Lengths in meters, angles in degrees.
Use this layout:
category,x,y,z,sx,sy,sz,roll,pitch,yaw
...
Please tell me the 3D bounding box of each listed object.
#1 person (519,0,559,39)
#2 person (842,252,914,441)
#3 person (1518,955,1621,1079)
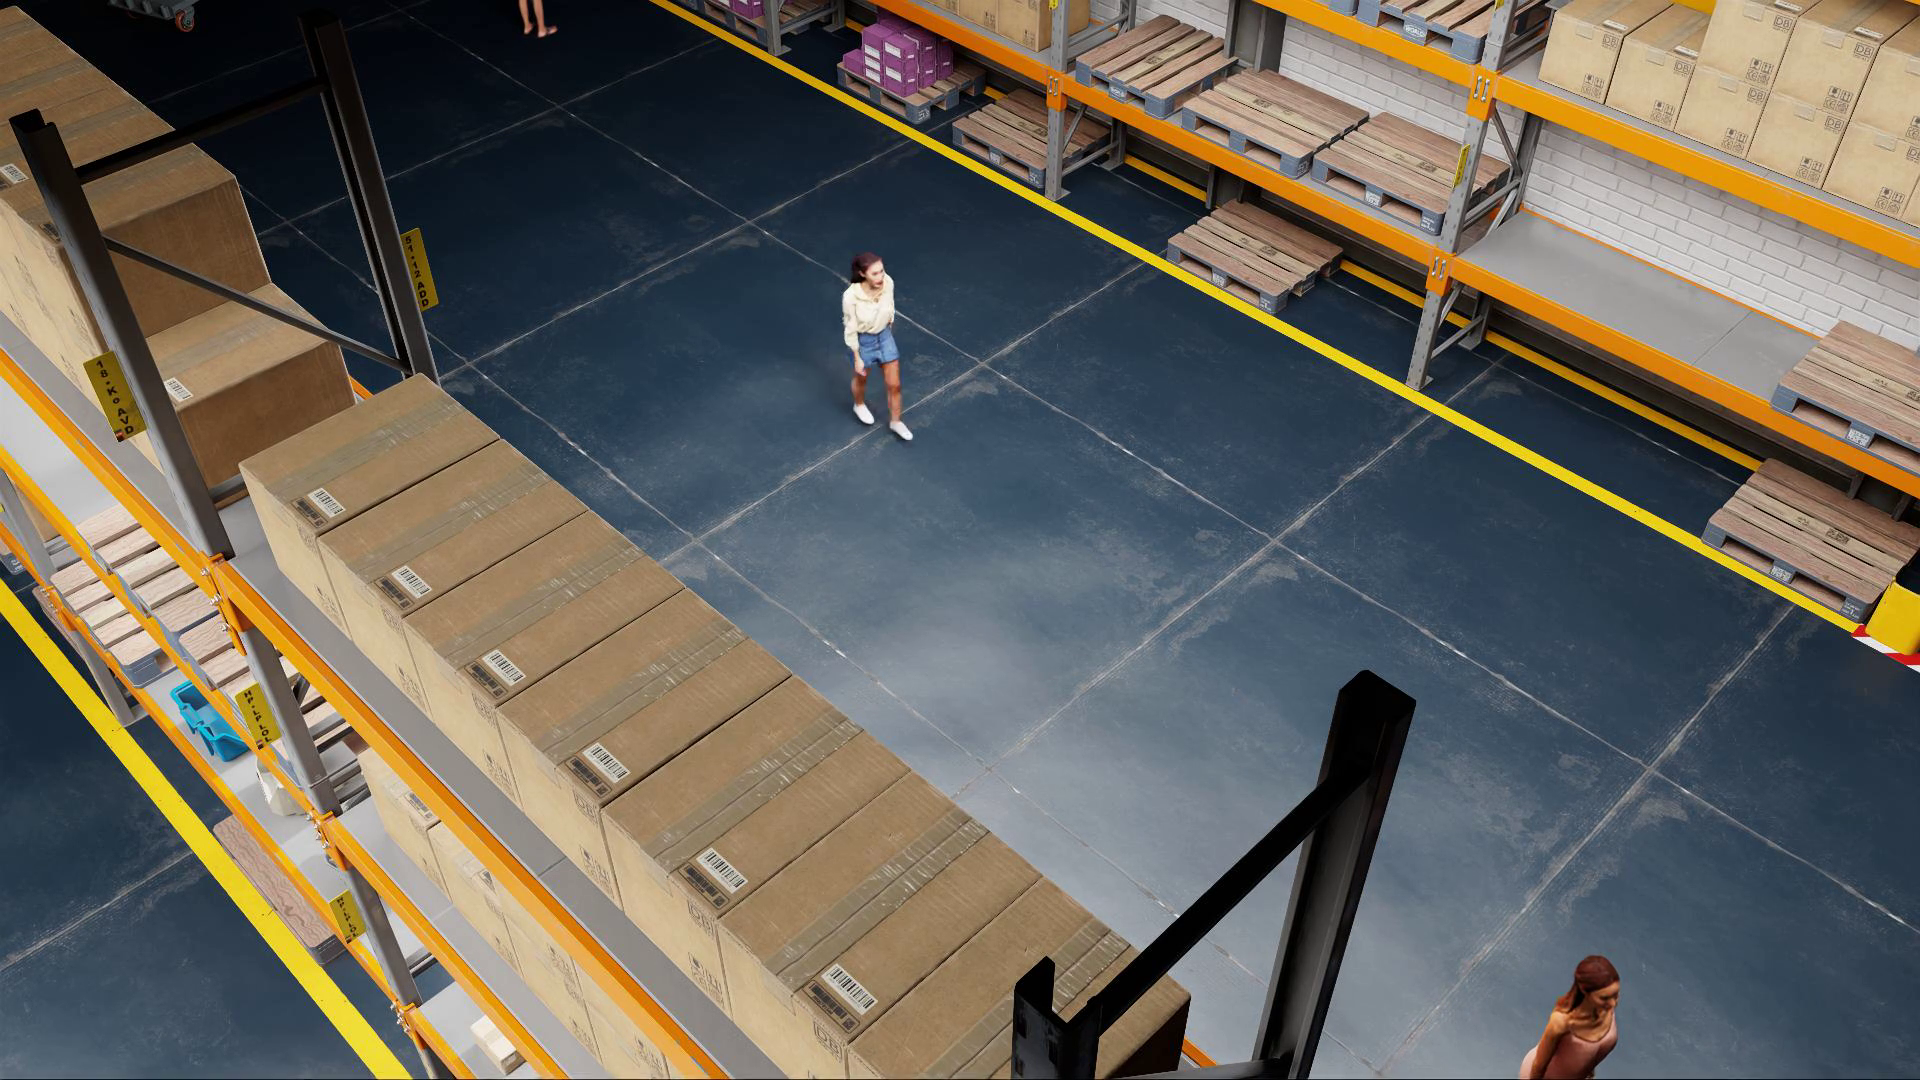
category,x,y,z,sx,sy,sz,roll,pitch,yaw
person,-4.564,-6.053,17.433,0.630,1.553,0.692,18,47,18
person,-0.725,-1.534,12.650,0.754,1.606,0.920,-21,48,-21
person,2.911,2.596,8.152,0.641,1.831,0.606,-20,47,-20
